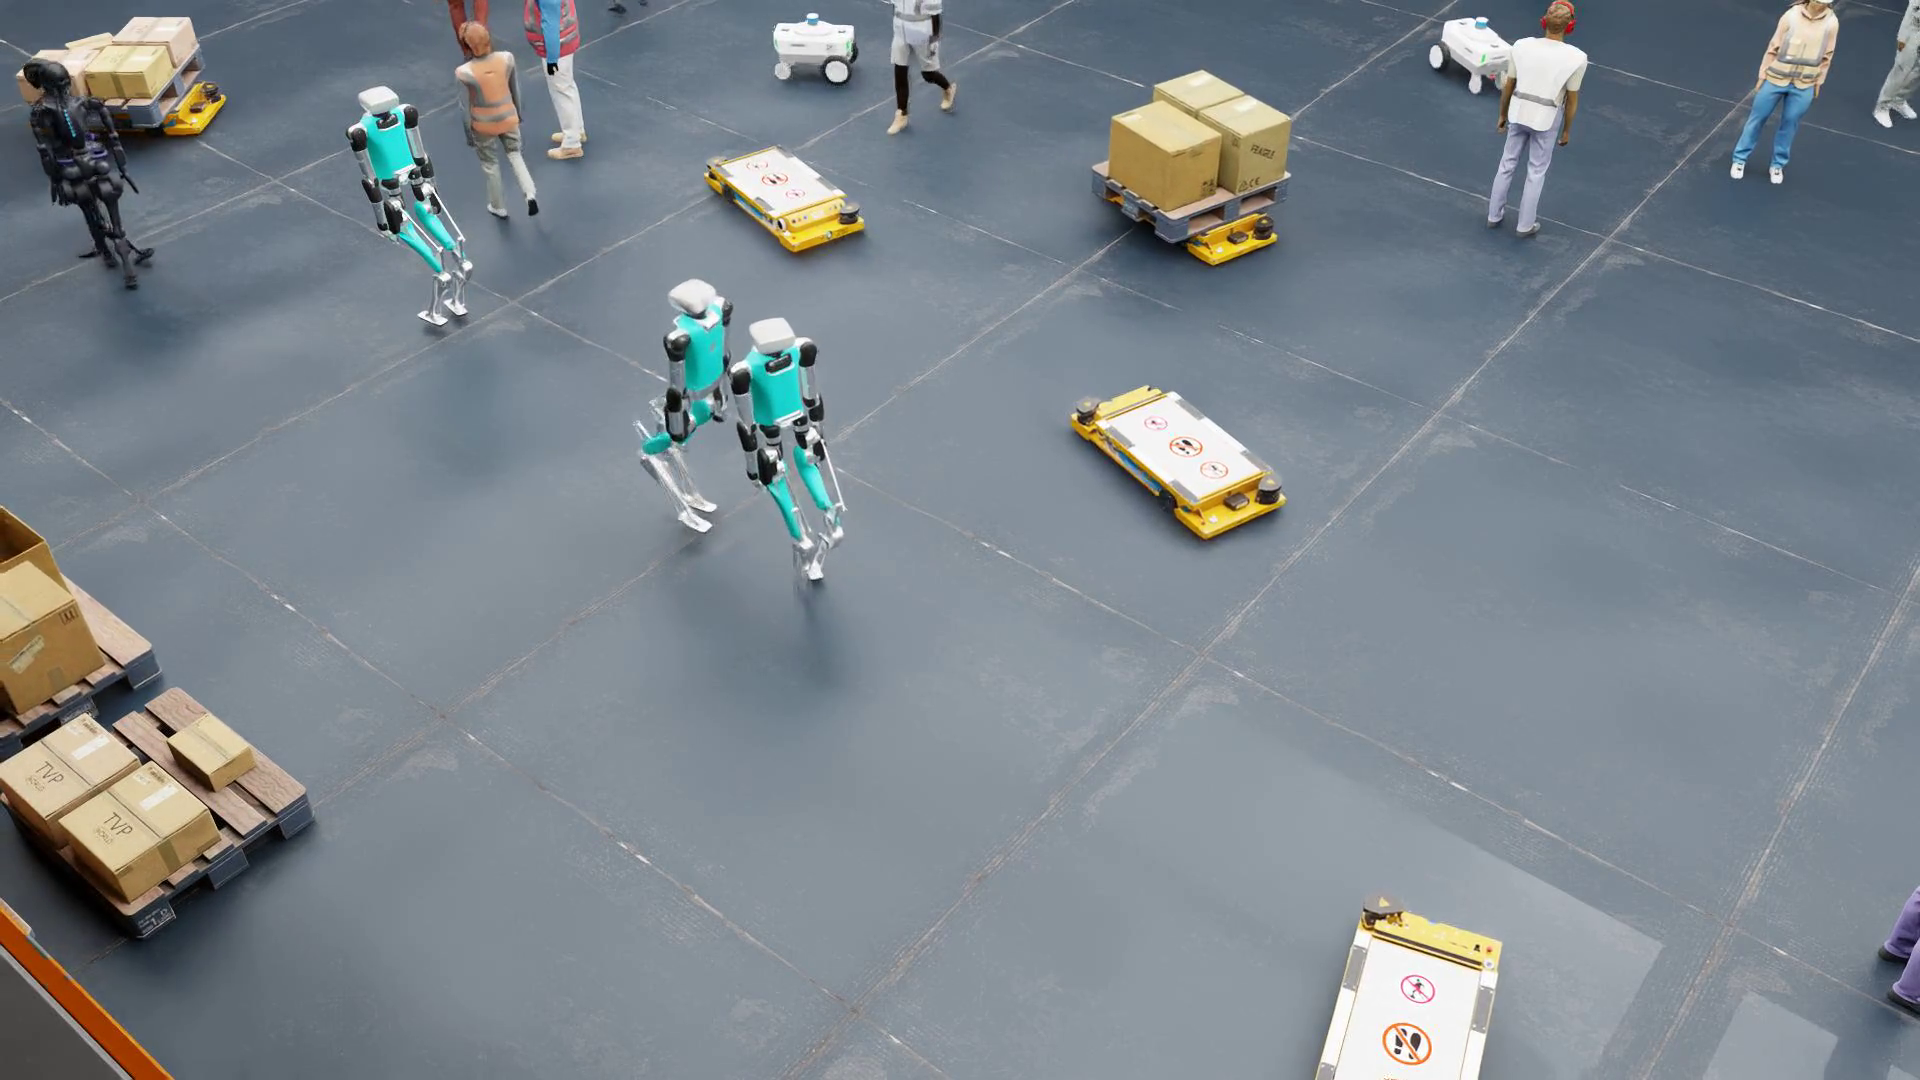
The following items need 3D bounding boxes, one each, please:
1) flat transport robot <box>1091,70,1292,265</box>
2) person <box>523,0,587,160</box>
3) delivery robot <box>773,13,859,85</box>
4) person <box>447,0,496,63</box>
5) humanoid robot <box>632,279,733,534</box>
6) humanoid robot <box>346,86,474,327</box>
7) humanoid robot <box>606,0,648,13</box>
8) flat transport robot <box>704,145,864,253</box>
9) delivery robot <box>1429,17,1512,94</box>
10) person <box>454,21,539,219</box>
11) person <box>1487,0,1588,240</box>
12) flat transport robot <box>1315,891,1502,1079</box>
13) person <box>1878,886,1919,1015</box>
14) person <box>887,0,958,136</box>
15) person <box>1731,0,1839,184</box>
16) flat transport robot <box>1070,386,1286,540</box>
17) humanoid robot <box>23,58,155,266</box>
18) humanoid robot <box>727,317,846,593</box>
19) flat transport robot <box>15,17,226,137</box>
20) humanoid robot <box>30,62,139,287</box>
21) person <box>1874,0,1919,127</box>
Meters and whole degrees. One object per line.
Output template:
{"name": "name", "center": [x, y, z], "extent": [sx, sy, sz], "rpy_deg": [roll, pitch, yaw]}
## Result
{"name": "flat transport robot", "center": [1.791, -2.636, 13.179], "extent": [0.659, 0.231, 1.431], "rpy_deg": [-24, 46, -26]}
{"name": "person", "center": [-3.325, -4.053, 13.642], "extent": [0.430, 1.831, 0.638], "rpy_deg": [-5, 41, -6]}
{"name": "delivery robot", "center": [-1.300, -4.479, 15.137], "extent": [0.799, 0.608, 0.499], "rpy_deg": [3, 40, 4]}
{"name": "person", "center": [-4.527, -5.204, 14.970], "extent": [0.550, 1.861, 0.482], "rpy_deg": [-5, 41, -6]}
{"name": "humanoid robot", "center": [-1.694, -0.830, 9.846], "extent": [0.749, 1.691, 0.534], "rpy_deg": [20, 44, 22]}
{"name": "humanoid robot", "center": [-3.713, -2.262, 11.527], "extent": [0.729, 1.689, 0.532], "rpy_deg": [27, 47, 28]}
{"name": "humanoid robot", "center": [-3.364, -5.916, 15.963], "extent": [0.633, 1.643, 0.370], "rpy_deg": [-24, 46, -25]}
{"name": "flat transport robot", "center": [-1.427, -2.763, 13.329], "extent": [0.659, 0.231, 1.431], "rpy_deg": [-25, 46, -26]}
{"name": "delivery robot", "center": [4.663, -4.437, 15.082], "extent": [0.499, 0.602, 0.801], "rpy_deg": [-12, 42, -14]}
{"name": "person", "center": [-3.567, -3.186, 12.770], "extent": [0.530, 1.620, 0.503], "rpy_deg": [-27, 47, -28]}
{"name": "person", "center": [4.334, -3.156, 12.582], "extent": [0.562, 1.839, 0.391], "rpy_deg": [26, 47, 27]}
{"name": "flat transport robot", "center": [1.989, 2.244, 7.438], "extent": [0.659, 0.231, 1.431], "rpy_deg": [15, 43, 17]}
{"name": "person", "center": [4.456, 1.373, 7.243], "extent": [0.391, 1.849, 0.564], "rpy_deg": [11, 42, 12]}
{"name": "person", "center": [-0.342, -4.295, 14.043], "extent": [0.539, 1.677, 0.708], "rpy_deg": [24, 46, 26]}
{"name": "person", "center": [6.635, -3.684, 13.292], "extent": [0.491, 1.721, 0.378], "rpy_deg": [12, 42, 13]}
{"name": "flat transport robot", "center": [1.390, -0.553, 10.729], "extent": [0.659, 0.231, 1.431], "rpy_deg": [-22, 45, -24]}
{"name": "humanoid robot", "center": [-6.482, -2.763, 12.282], "extent": [0.680, 1.661, 0.585], "rpy_deg": [-5, 41, -6]}
{"name": "humanoid robot", "center": [-0.895, -0.341, 9.409], "extent": [0.549, 1.874, 0.694], "rpy_deg": [-25, 46, -26]}
{"name": "flat transport robot", "center": [-7.241, -3.764, 14.506], "extent": [1.431, 0.231, 0.659], "rpy_deg": [0, 40, 0]}
{"name": "humanoid robot", "center": [-6.372, -2.668, 12.141], "extent": [0.585, 1.626, 0.599], "rpy_deg": [-15, 43, -17]}
{"name": "person", "center": [8.117, -4.286, 14.010], "extent": [0.522, 1.707, 0.419], "rpy_deg": [-9, 41, -11]}
